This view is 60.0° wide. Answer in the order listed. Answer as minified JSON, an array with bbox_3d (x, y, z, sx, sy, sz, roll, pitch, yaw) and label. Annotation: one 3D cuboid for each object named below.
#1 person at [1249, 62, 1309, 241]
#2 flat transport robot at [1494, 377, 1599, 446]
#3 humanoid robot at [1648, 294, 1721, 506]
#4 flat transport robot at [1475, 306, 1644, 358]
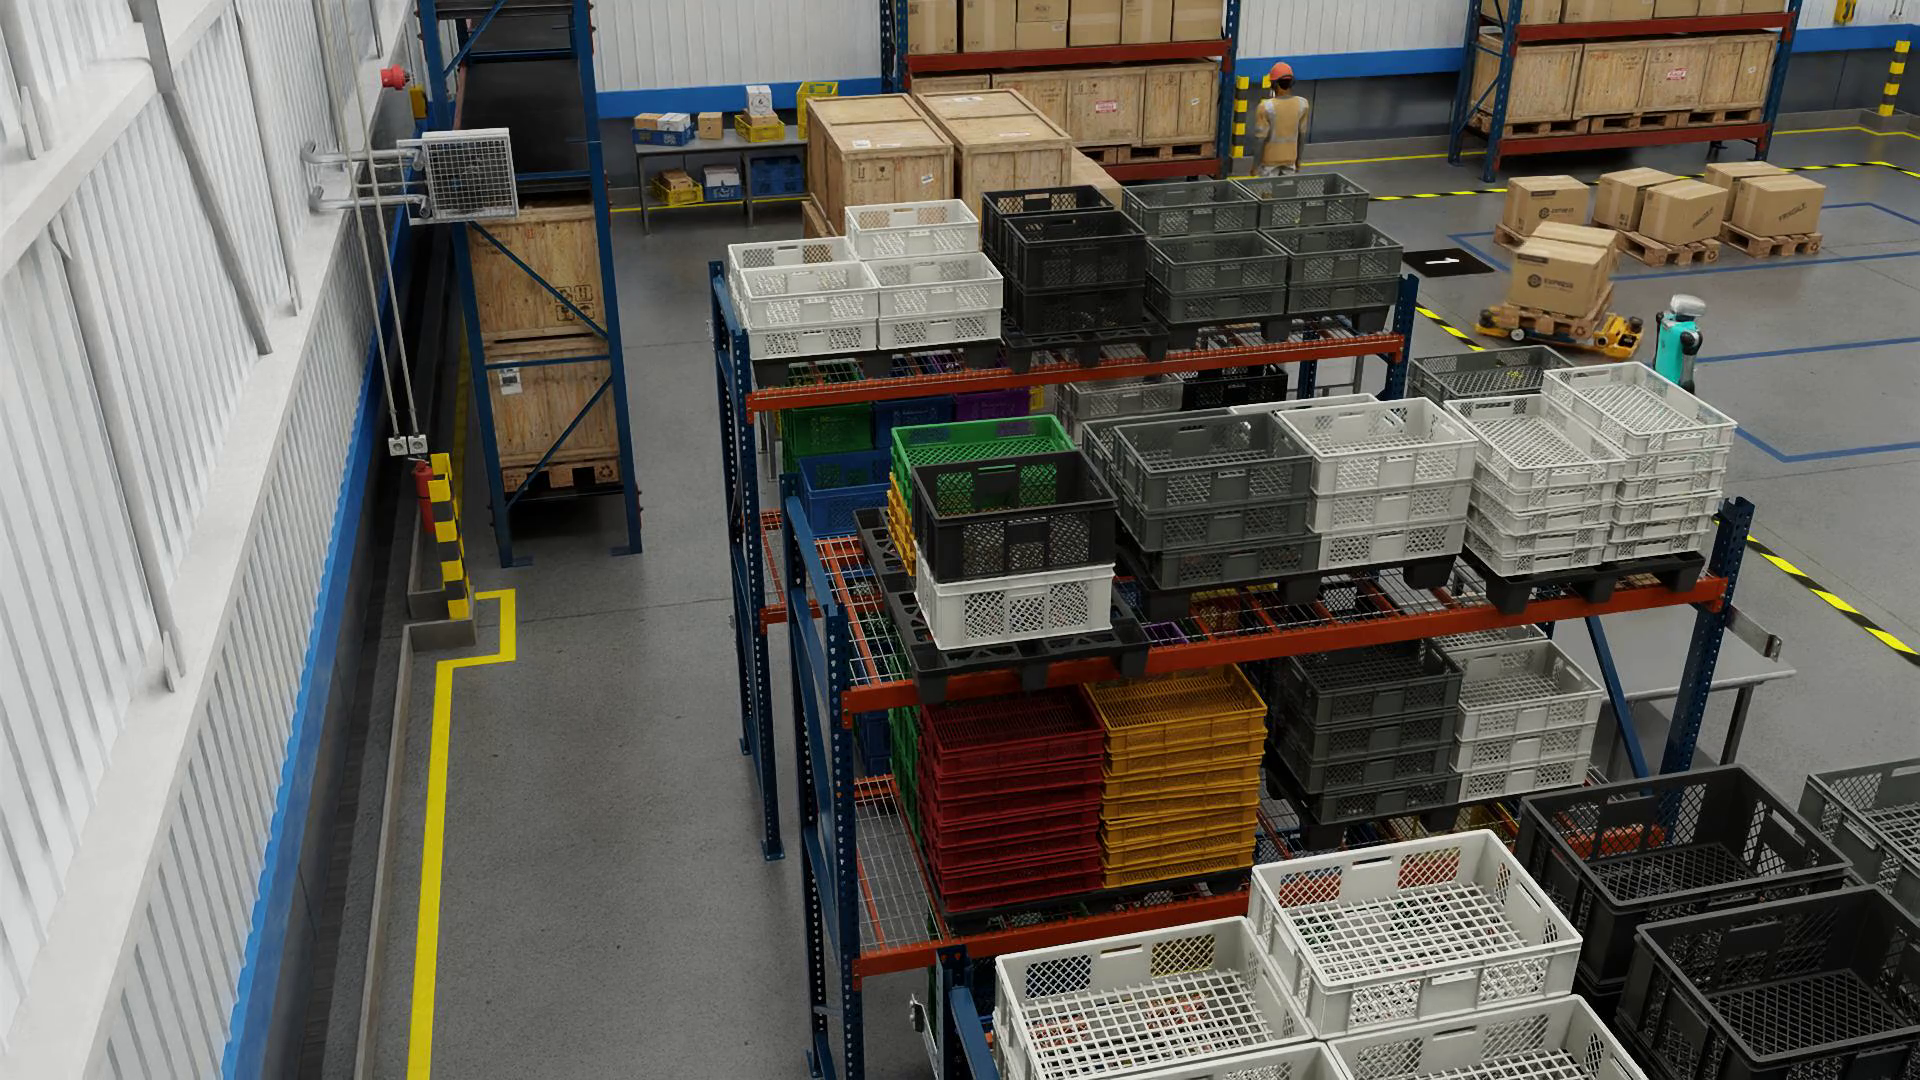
[{"bbox_3d":[3.420,-4.119,17.968,0.604,2.037,0.387,-8,29,-15],"label":"person"},{"bbox_3d":[4.780,-1.036,14.013,0.659,0.231,1.431,-6,28,-12],"label":"flat transport robot"},{"bbox_3d":[5.404,-1.001,12.227,0.735,1.677,0.533,-2,28,-3],"label":"humanoid robot"},{"bbox_3d":[5.738,-2.058,15.921,1.431,0.197,0.652,14,31,25],"label":"flat transport robot"}]
